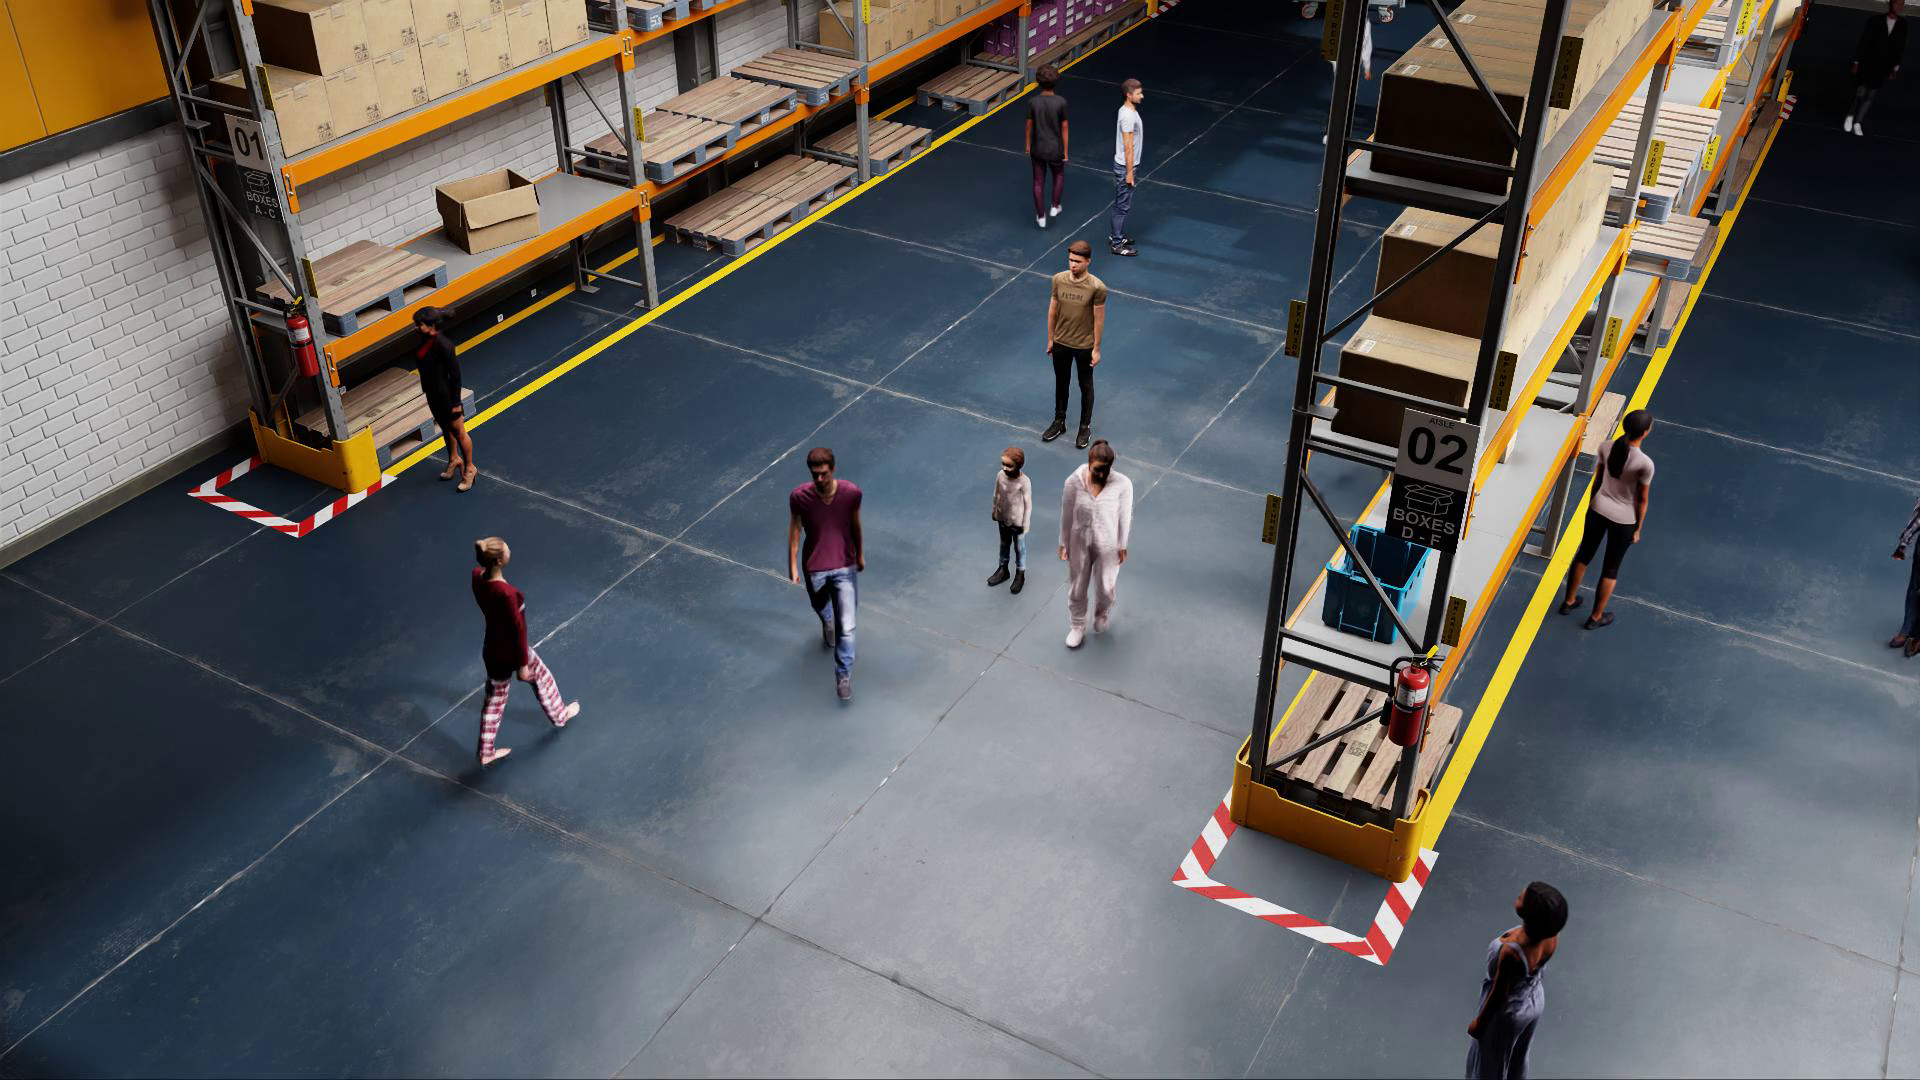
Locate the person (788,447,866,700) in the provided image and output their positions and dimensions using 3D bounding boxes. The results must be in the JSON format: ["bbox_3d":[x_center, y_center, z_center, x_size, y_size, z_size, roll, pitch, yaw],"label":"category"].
[{"bbox_3d":[-0.914,0.110,11.558,1.096,1.816,1.274,-3,34,-4],"label":"person"}]

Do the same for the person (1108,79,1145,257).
[{"bbox_3d":[1.760,-3.966,17.644,0.779,1.865,0.646,1,34,1],"label":"person"}]

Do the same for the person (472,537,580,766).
[{"bbox_3d":[-2.991,0.735,10.764,0.758,1.652,1.081,25,41,32],"label":"person"}]

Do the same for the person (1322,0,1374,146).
[{"bbox_3d":[4.652,-5.789,20.354,0.909,1.901,0.856,-12,36,-18],"label":"person"}]

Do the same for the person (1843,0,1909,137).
[{"bbox_3d":[11.366,-5.939,20.717,0.779,1.750,0.780,4,34,6],"label":"person"}]

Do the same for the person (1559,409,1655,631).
[{"bbox_3d":[4.701,-0.159,12.027,0.655,1.743,0.668,-23,40,-30],"label":"person"}]

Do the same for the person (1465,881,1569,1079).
[{"bbox_3d":[2.756,2.338,8.313,0.592,1.696,0.713,-22,40,-30],"label":"person"}]

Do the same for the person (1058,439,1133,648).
[{"bbox_3d":[0.979,-0.013,11.869,0.725,1.674,0.737,10,35,15],"label":"person"}]

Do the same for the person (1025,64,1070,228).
[{"bbox_3d":[0.950,-4.277,18.208,0.820,1.759,0.916,2,34,2],"label":"person"}]

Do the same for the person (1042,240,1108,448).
[{"bbox_3d":[0.991,-1.697,14.243,0.675,1.852,0.587,14,36,20],"label":"person"}]

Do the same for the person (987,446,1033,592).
[{"bbox_3d":[0.398,-0.182,12.558,0.487,1.194,0.476,21,39,28],"label":"person"}]

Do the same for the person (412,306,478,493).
[{"bbox_3d":[-4.233,-1.164,13.632,0.689,1.640,0.650,-28,43,-35],"label":"person"}]

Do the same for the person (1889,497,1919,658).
[{"bbox_3d":[6.949,0.049,11.687,0.852,1.773,0.828,-16,37,-23],"label":"person"}]
